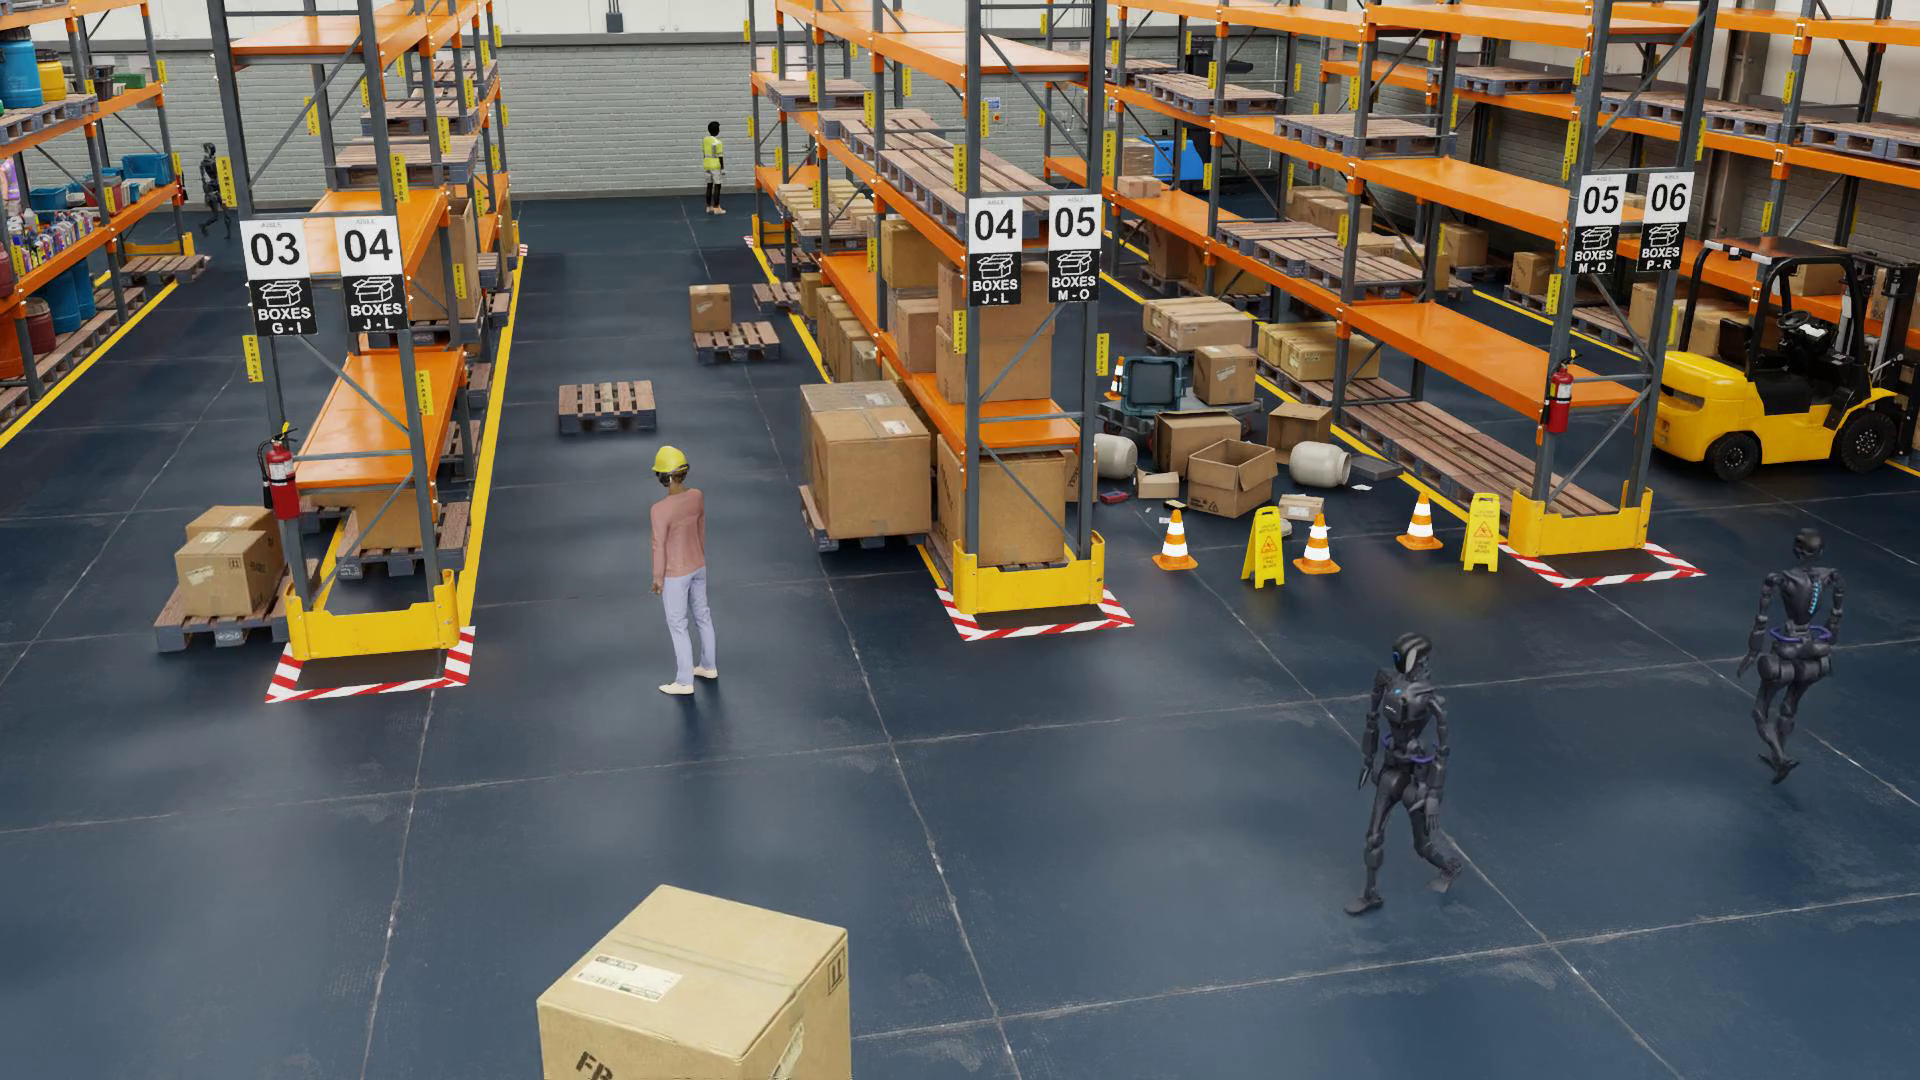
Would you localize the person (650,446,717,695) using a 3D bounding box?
[{"bbox_3d":[-1.951,0.203,11.526,0.344,1.759,0.515,10,23,26],"label":"person"}]

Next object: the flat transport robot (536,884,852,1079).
[{"bbox_3d":[-1.036,2.742,6.820,1.431,0.231,0.659,-17,26,-39],"label":"flat transport robot"}]

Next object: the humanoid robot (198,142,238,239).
[{"bbox_3d":[-12.625,-5.913,28.126,0.561,1.638,0.612,7,21,18],"label":"humanoid robot"}]

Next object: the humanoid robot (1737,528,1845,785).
[{"bbox_3d":[5.188,0.721,10.253,0.589,1.632,0.561,-2,20,-5],"label":"humanoid robot"}]

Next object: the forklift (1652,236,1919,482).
[{"bbox_3d":[8.013,-1.814,16.330,2.313,2.155,1.214,-4,21,-12],"label":"forklift"}]

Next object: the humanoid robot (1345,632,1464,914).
[{"bbox_3d":[2.450,1.236,8.926,0.739,1.647,0.593,-12,24,-29],"label":"humanoid robot"}]

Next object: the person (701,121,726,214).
[{"bbox_3d":[-4.526,-6.843,30.590,0.539,1.686,0.319,17,26,38],"label":"person"}]

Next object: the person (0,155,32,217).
[{"bbox_3d":[-15.367,-5.563,27.148,0.350,1.688,0.489,11,23,26],"label":"person"}]

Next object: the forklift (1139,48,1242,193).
[{"bbox_3d":[4.566,-8.313,32.860,1.873,2.768,1.129,-4,21,-12],"label":"forklift"}]
